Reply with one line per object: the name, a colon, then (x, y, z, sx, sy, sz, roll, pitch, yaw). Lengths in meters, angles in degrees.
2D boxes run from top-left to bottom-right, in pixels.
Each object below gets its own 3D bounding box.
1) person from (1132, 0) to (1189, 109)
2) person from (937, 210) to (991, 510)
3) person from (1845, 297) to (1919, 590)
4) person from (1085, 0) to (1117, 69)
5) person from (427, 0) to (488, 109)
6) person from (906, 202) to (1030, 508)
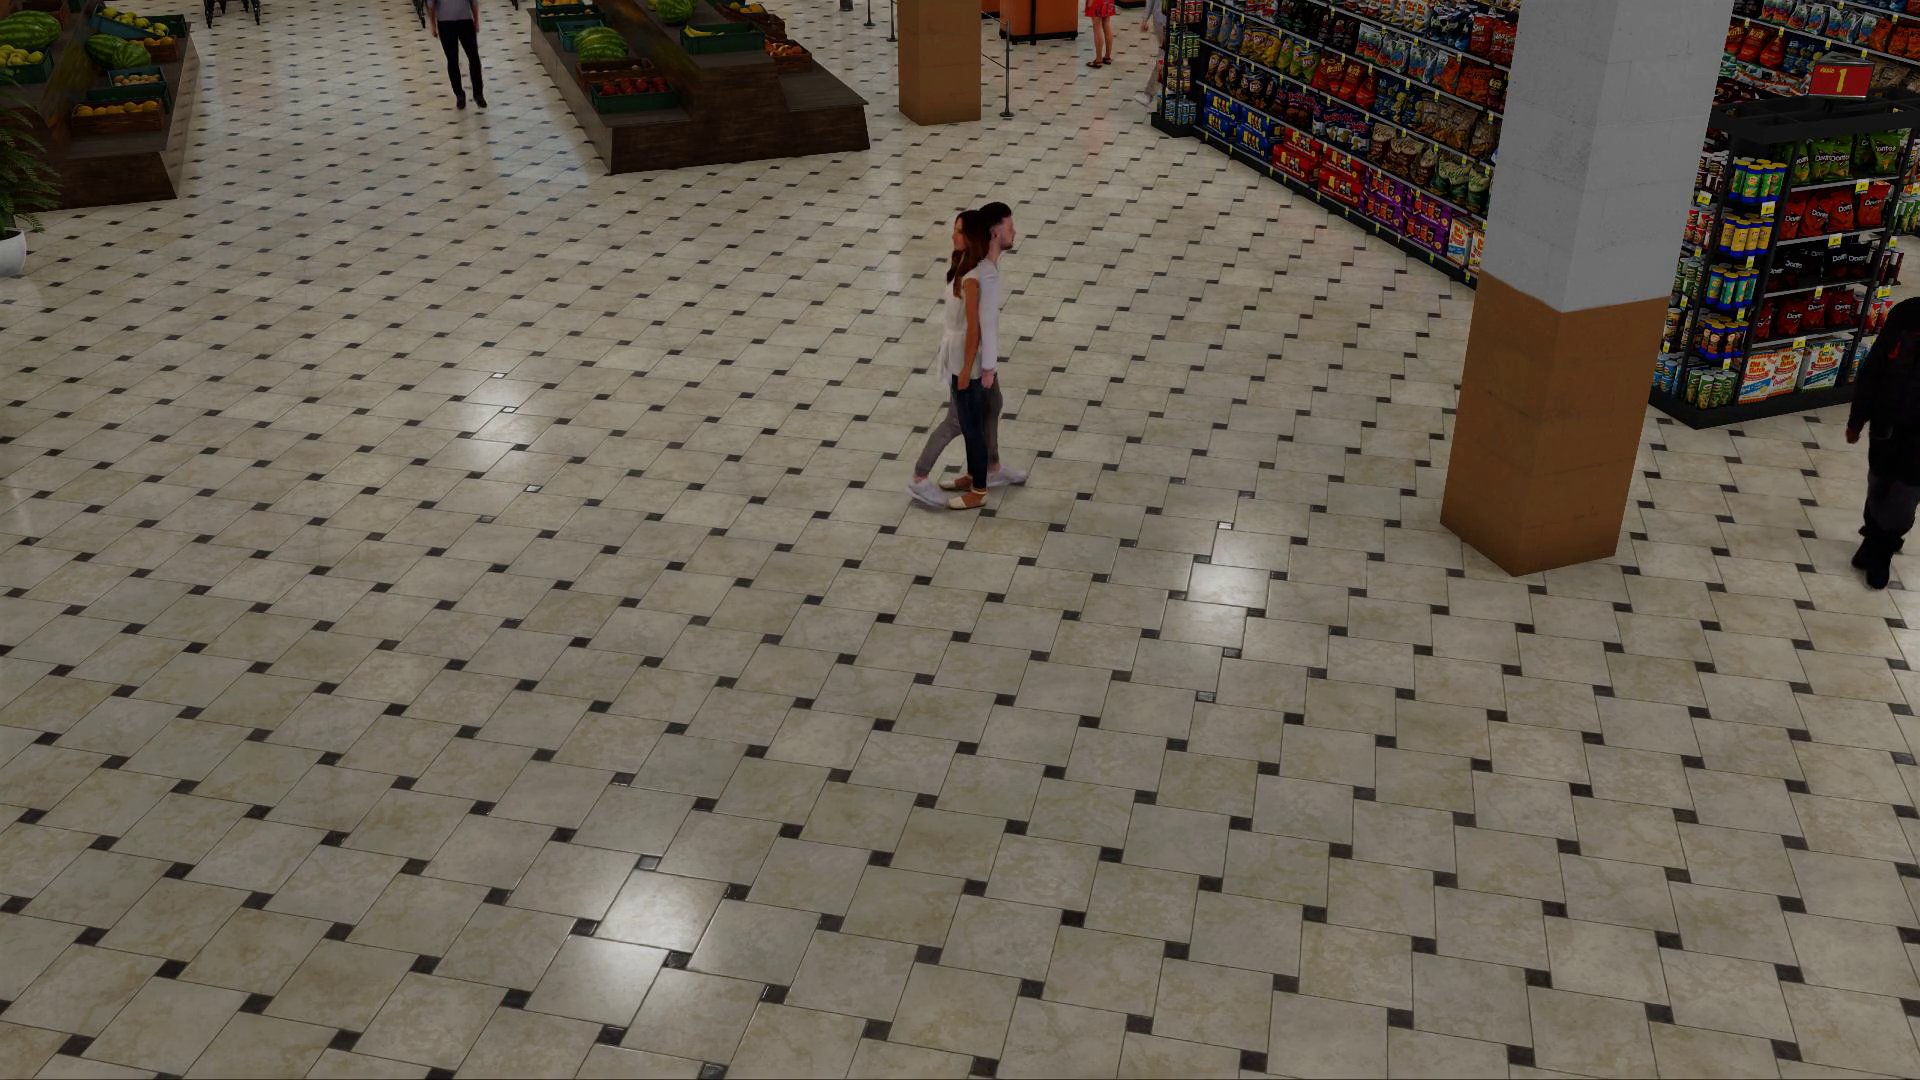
person: (2.314, -5.607, 17.981, 0.969, 1.803, 1.206, -20, 35, -32)
person: (0.057, -1.033, 9.623, 0.714, 1.786, 0.558, -2, 29, -4)
person: (5.146, -0.688, 8.968, 0.862, 1.806, 0.935, 22, 36, 34)
person: (1.674, -6.437, 19.722, 0.682, 1.592, 0.660, 22, 36, 35)
person: (-5.453, -5.594, 17.933, 0.702, 1.827, 0.689, -7, 29, -13)
person: (-0.001, -1.049, 9.644, 0.901, 1.792, 1.015, -2, 29, -4)
